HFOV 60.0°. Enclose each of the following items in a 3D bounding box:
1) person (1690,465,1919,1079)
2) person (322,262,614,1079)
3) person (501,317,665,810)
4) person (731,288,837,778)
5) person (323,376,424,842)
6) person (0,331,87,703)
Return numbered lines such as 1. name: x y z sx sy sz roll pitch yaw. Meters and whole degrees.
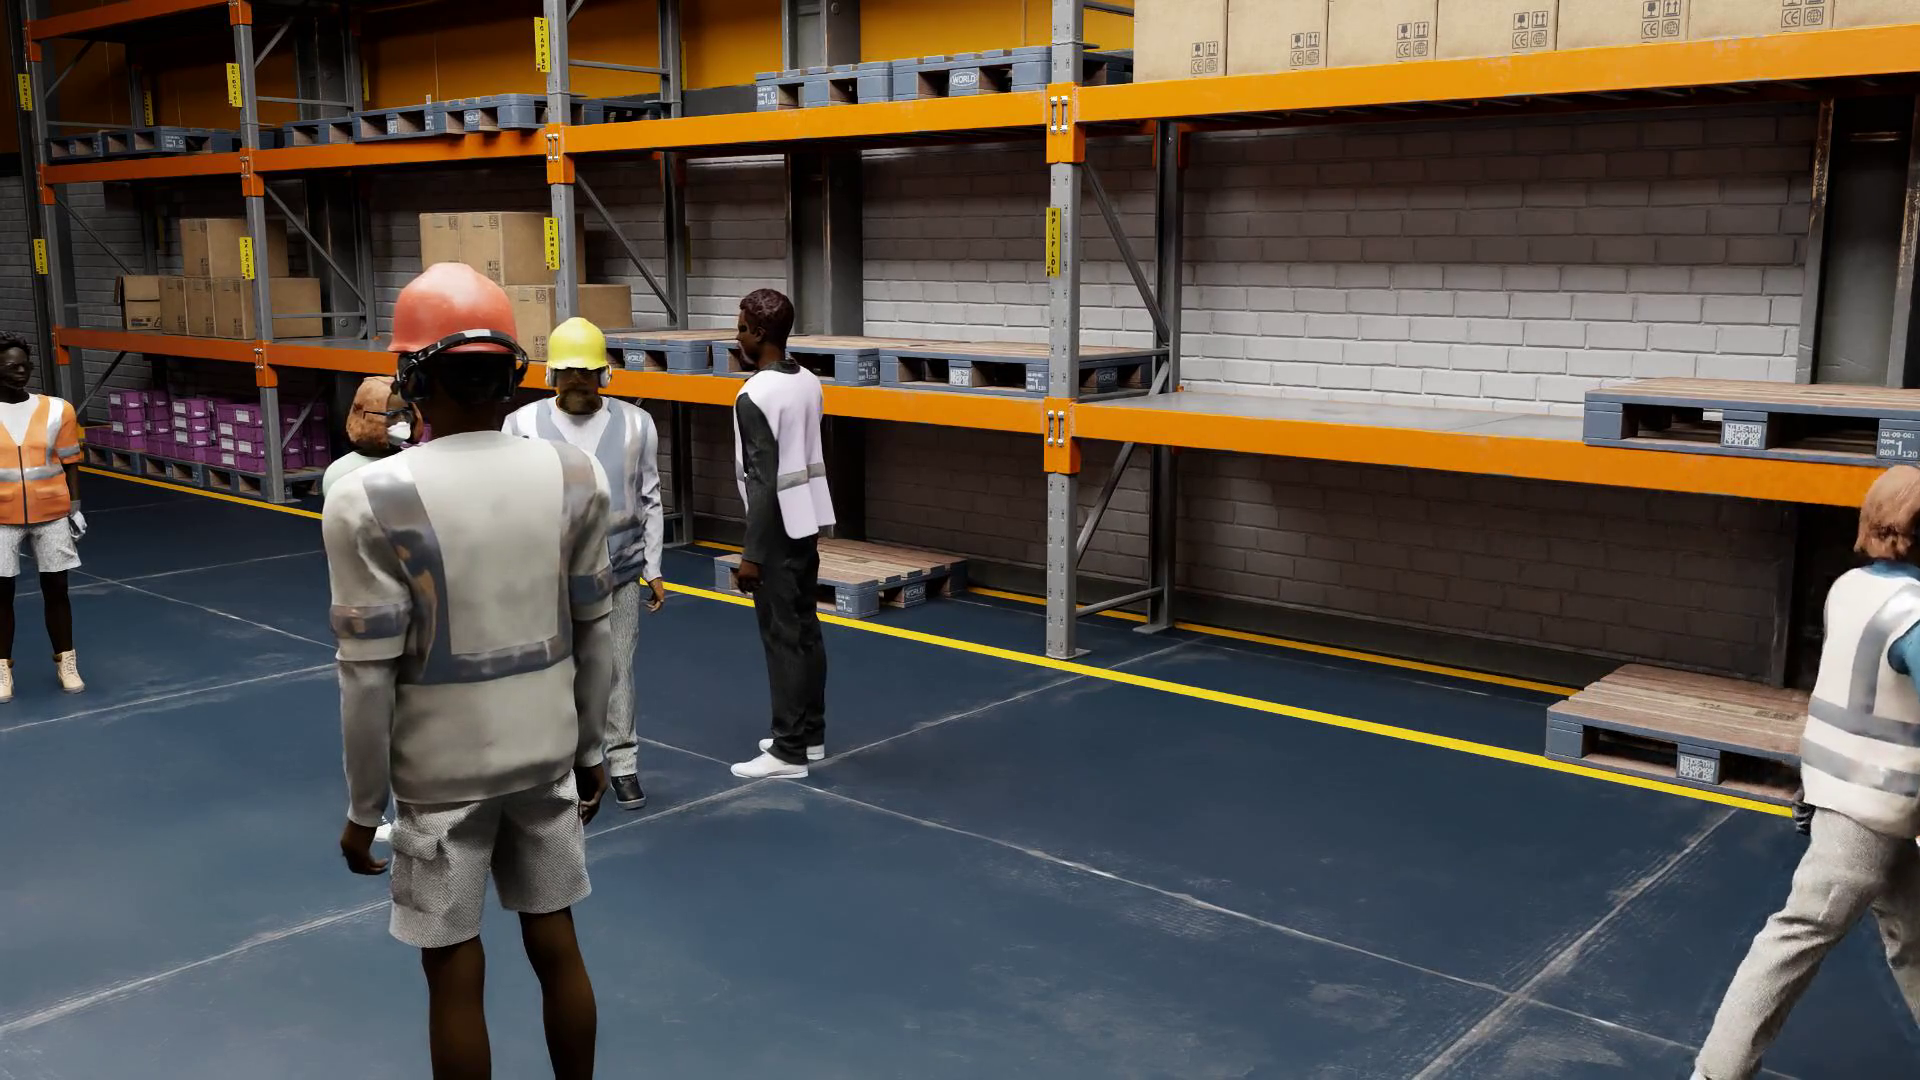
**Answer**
1. person: 2.165 0.619 3.854 0.890 1.585 0.517 2 10 12
2. person: -1.008 0.457 3.473 0.608 2.044 0.371 -9 14 -43
3. person: -1.374 0.104 6.088 0.600 1.827 0.403 -3 11 -19
4. person: -0.701 -0.017 6.526 0.399 1.920 0.590 3 10 16
5. person: -2.023 0.233 5.915 0.266 1.631 0.507 5 11 25
6. person: -4.316 -0.106 7.656 0.541 1.698 0.315 -7 12 -34
